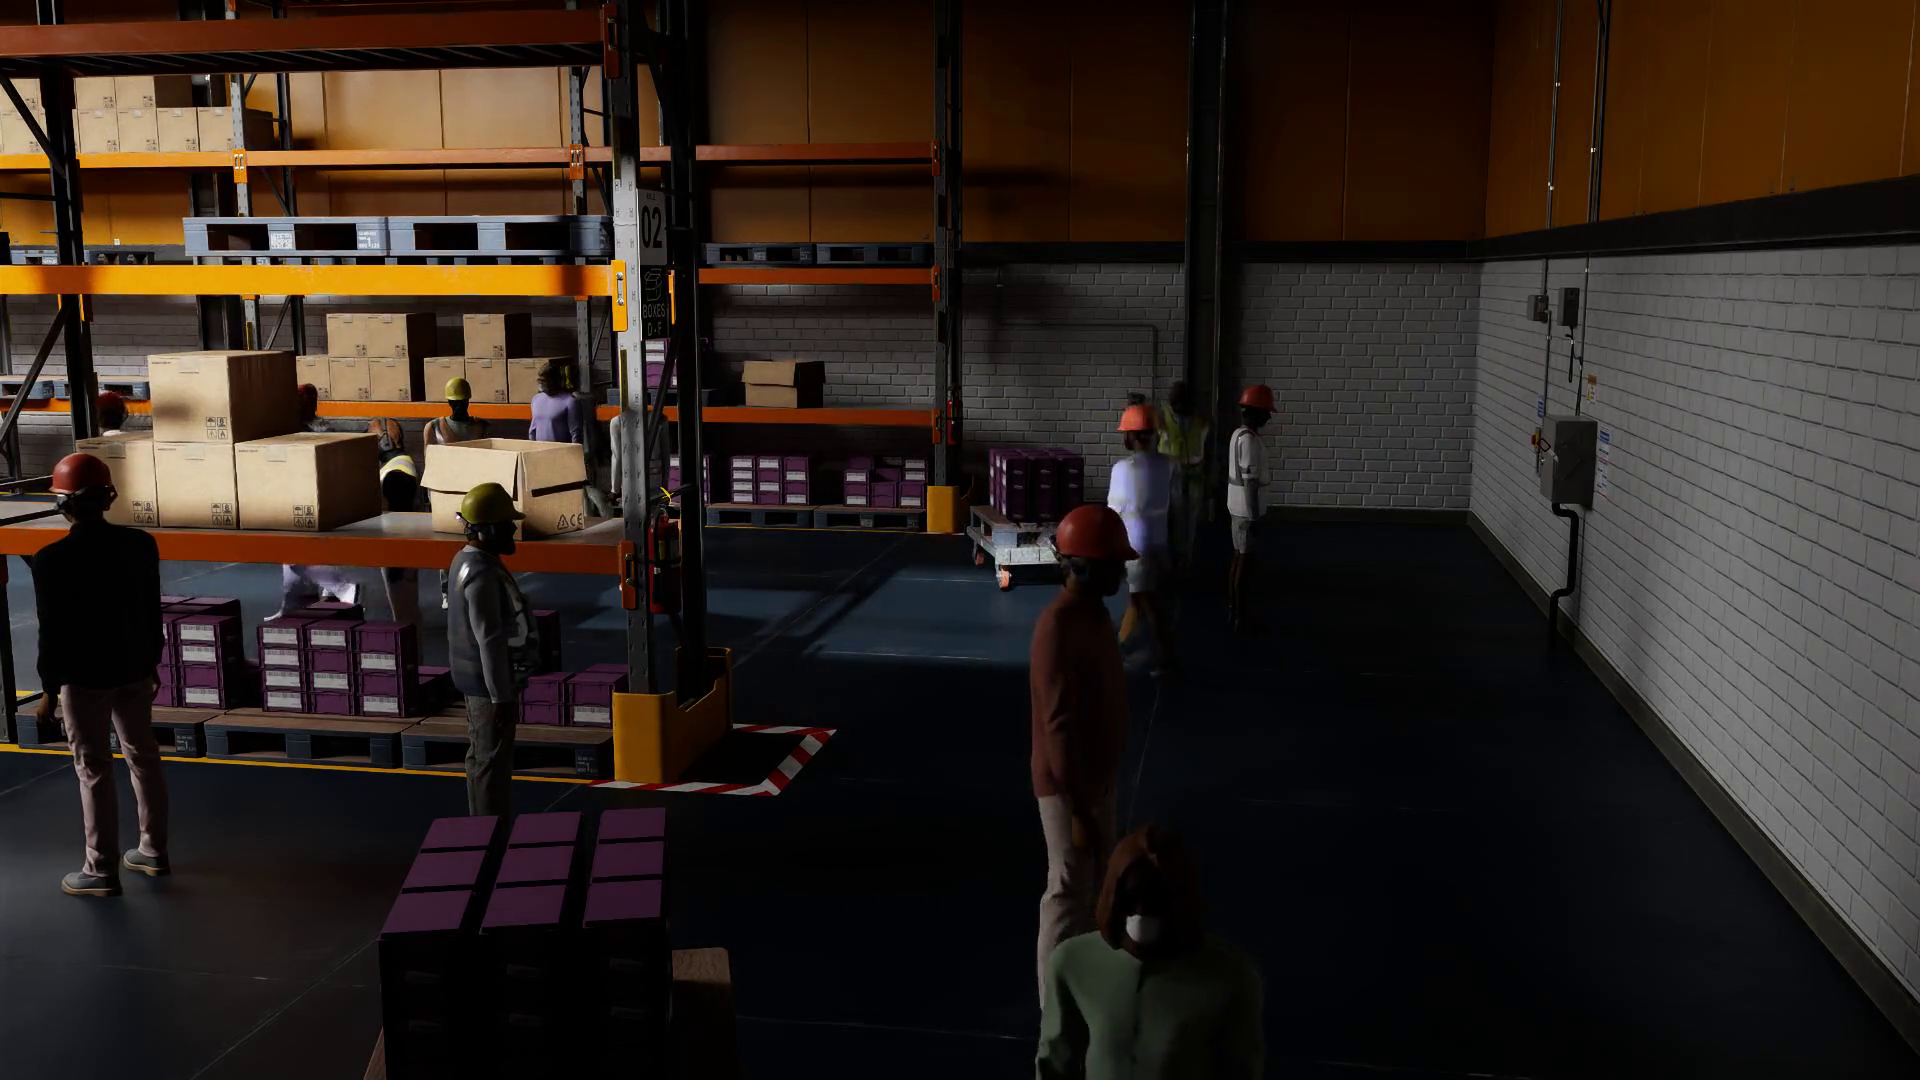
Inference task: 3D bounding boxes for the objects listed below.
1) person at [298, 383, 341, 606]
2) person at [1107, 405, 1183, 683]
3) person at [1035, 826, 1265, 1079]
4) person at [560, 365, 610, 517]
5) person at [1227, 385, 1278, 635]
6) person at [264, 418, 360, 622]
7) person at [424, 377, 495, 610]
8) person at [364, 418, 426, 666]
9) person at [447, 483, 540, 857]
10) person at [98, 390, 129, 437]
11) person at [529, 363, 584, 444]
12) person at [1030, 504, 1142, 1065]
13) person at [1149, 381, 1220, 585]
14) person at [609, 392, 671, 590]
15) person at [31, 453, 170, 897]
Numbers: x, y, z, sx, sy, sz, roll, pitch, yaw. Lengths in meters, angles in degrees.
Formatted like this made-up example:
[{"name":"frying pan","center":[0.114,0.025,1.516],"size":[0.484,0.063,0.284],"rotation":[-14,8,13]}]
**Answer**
[{"name":"person","center":[-5.377,-0.356,13.775],"size":[0.575,1.885,0.355],"rotation":[5,11,30]},{"name":"person","center":[1.232,0.012,11.512],"size":[0.570,1.880,1.015],"rotation":[-7,12,-37]},{"name":"person","center":[0.422,1.406,3.757],"size":[0.512,1.592,0.872],"rotation":[4,10,24]},{"name":"person","center":[-3.904,-0.890,17.240],"size":[0.461,1.841,0.569],"rotation":[4,10,25]},{"name":"person","center":[2.257,-0.236,12.887],"size":[0.364,1.933,0.543],"rotation":[0,9,1]},{"name":"person","center":[-5.141,-0.238,13.087],"size":[0.806,1.875,0.666],"rotation":[0,9,1]},{"name":"person","center":[-4.142,-0.390,13.853],"size":[0.586,1.928,0.365],"rotation":[-5,11,-30]},{"name":"person","center":[-3.779,0.099,11.116],"size":[0.429,1.837,0.625],"rotation":[-4,10,-22]},{"name":"person","center":[-2.157,0.645,7.726],"size":[0.403,1.833,0.586],"rotation":[-4,10,-24]},{"name":"person","center":[-5.993,-0.070,11.745],"size":[0.585,1.964,0.618],"rotation":[0,9,1]},{"name":"person","center":[-3.897,-0.742,16.022],"size":[0.627,1.934,0.372],"rotation":[5,10,29]},{"name":"person","center":[0.438,0.857,5.919],"size":[0.394,1.991,0.629],"rotation":[3,10,21]},{"name":"person","center":[2.015,-0.510,14.942],"size":[0.642,1.813,0.705],"rotation":[-1,9,-8]},{"name":"person","center":[-2.794,-0.480,14.542],"size":[0.572,1.887,0.354],"rotation":[-7,12,-38]},{"name":"person","center":[-3.868,0.602,7.491],"size":[0.379,1.996,0.611],"rotation":[4,10,25]}]
